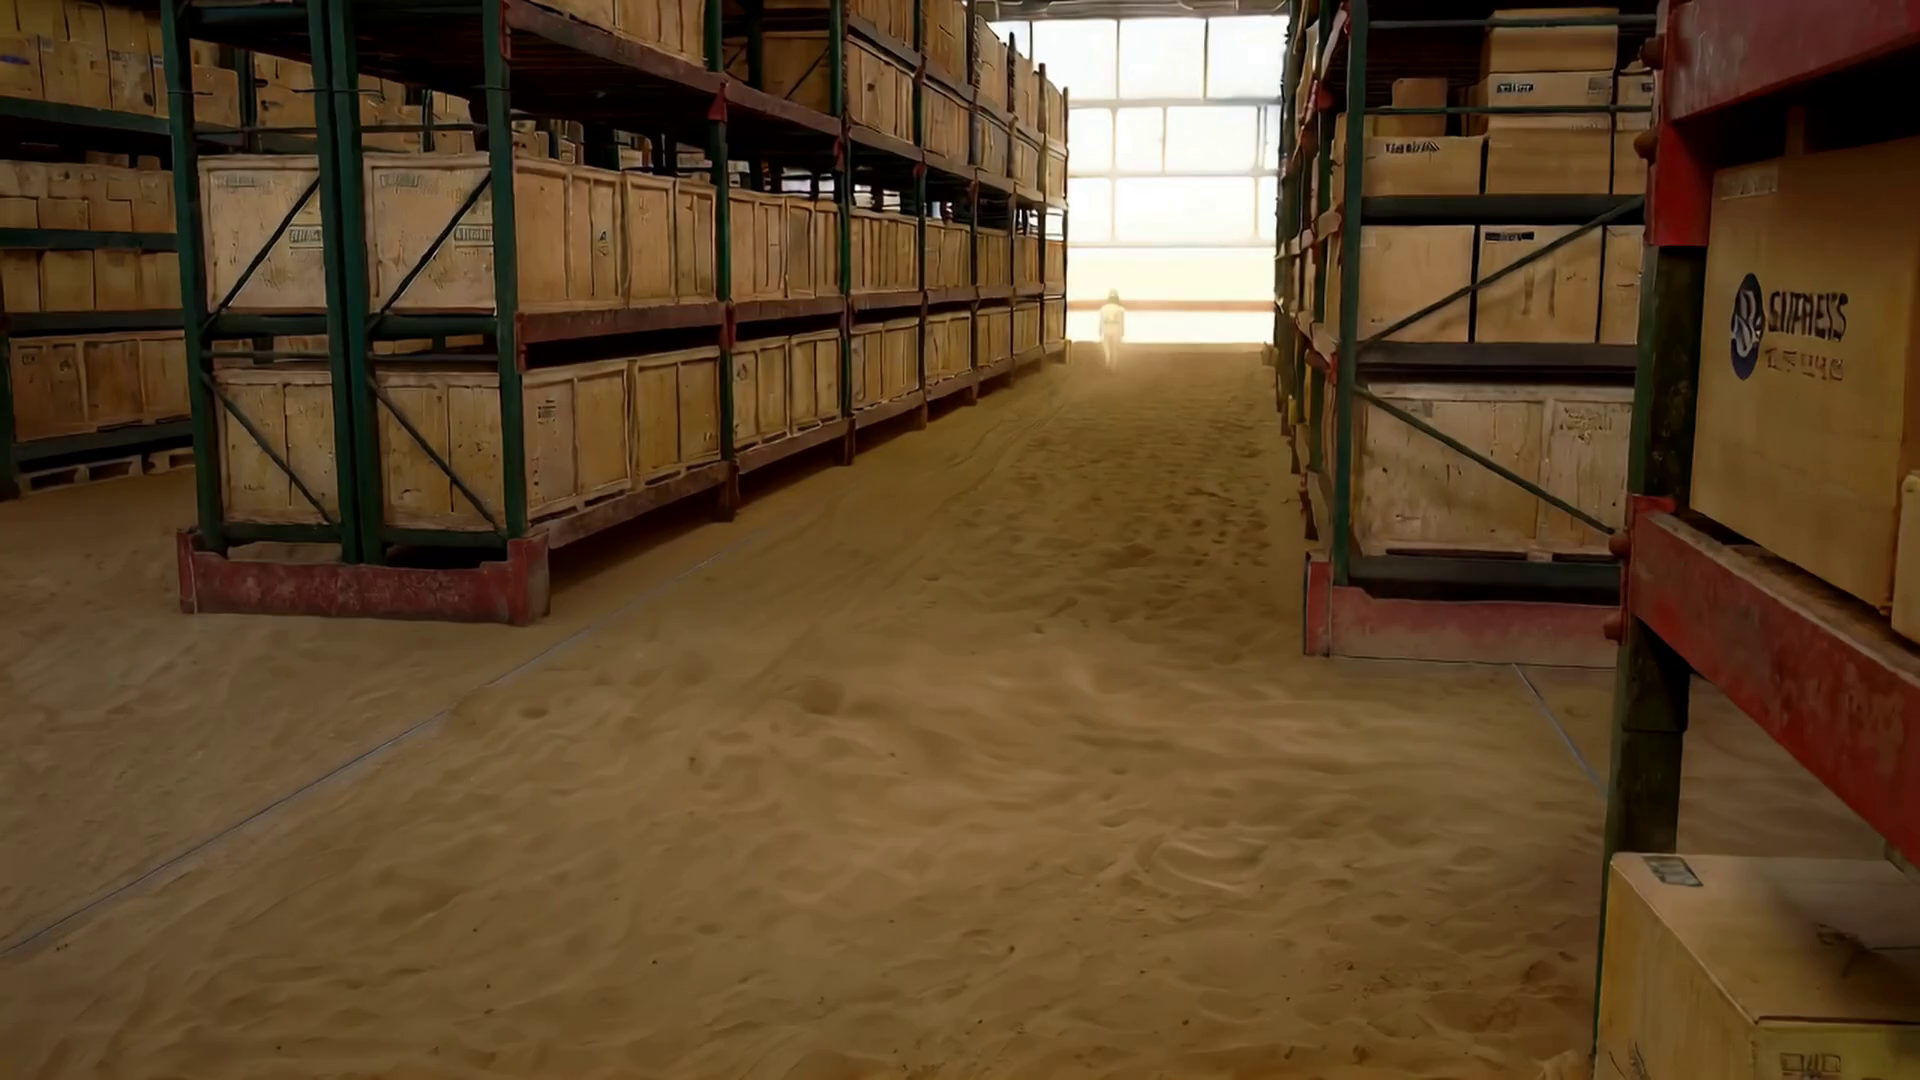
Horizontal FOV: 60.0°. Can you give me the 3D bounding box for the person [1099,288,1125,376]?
[{"bbox_3d":[2.950,-4.040,32.383,0.498,1.710,0.852,1,9,8],"label":"person"}]
